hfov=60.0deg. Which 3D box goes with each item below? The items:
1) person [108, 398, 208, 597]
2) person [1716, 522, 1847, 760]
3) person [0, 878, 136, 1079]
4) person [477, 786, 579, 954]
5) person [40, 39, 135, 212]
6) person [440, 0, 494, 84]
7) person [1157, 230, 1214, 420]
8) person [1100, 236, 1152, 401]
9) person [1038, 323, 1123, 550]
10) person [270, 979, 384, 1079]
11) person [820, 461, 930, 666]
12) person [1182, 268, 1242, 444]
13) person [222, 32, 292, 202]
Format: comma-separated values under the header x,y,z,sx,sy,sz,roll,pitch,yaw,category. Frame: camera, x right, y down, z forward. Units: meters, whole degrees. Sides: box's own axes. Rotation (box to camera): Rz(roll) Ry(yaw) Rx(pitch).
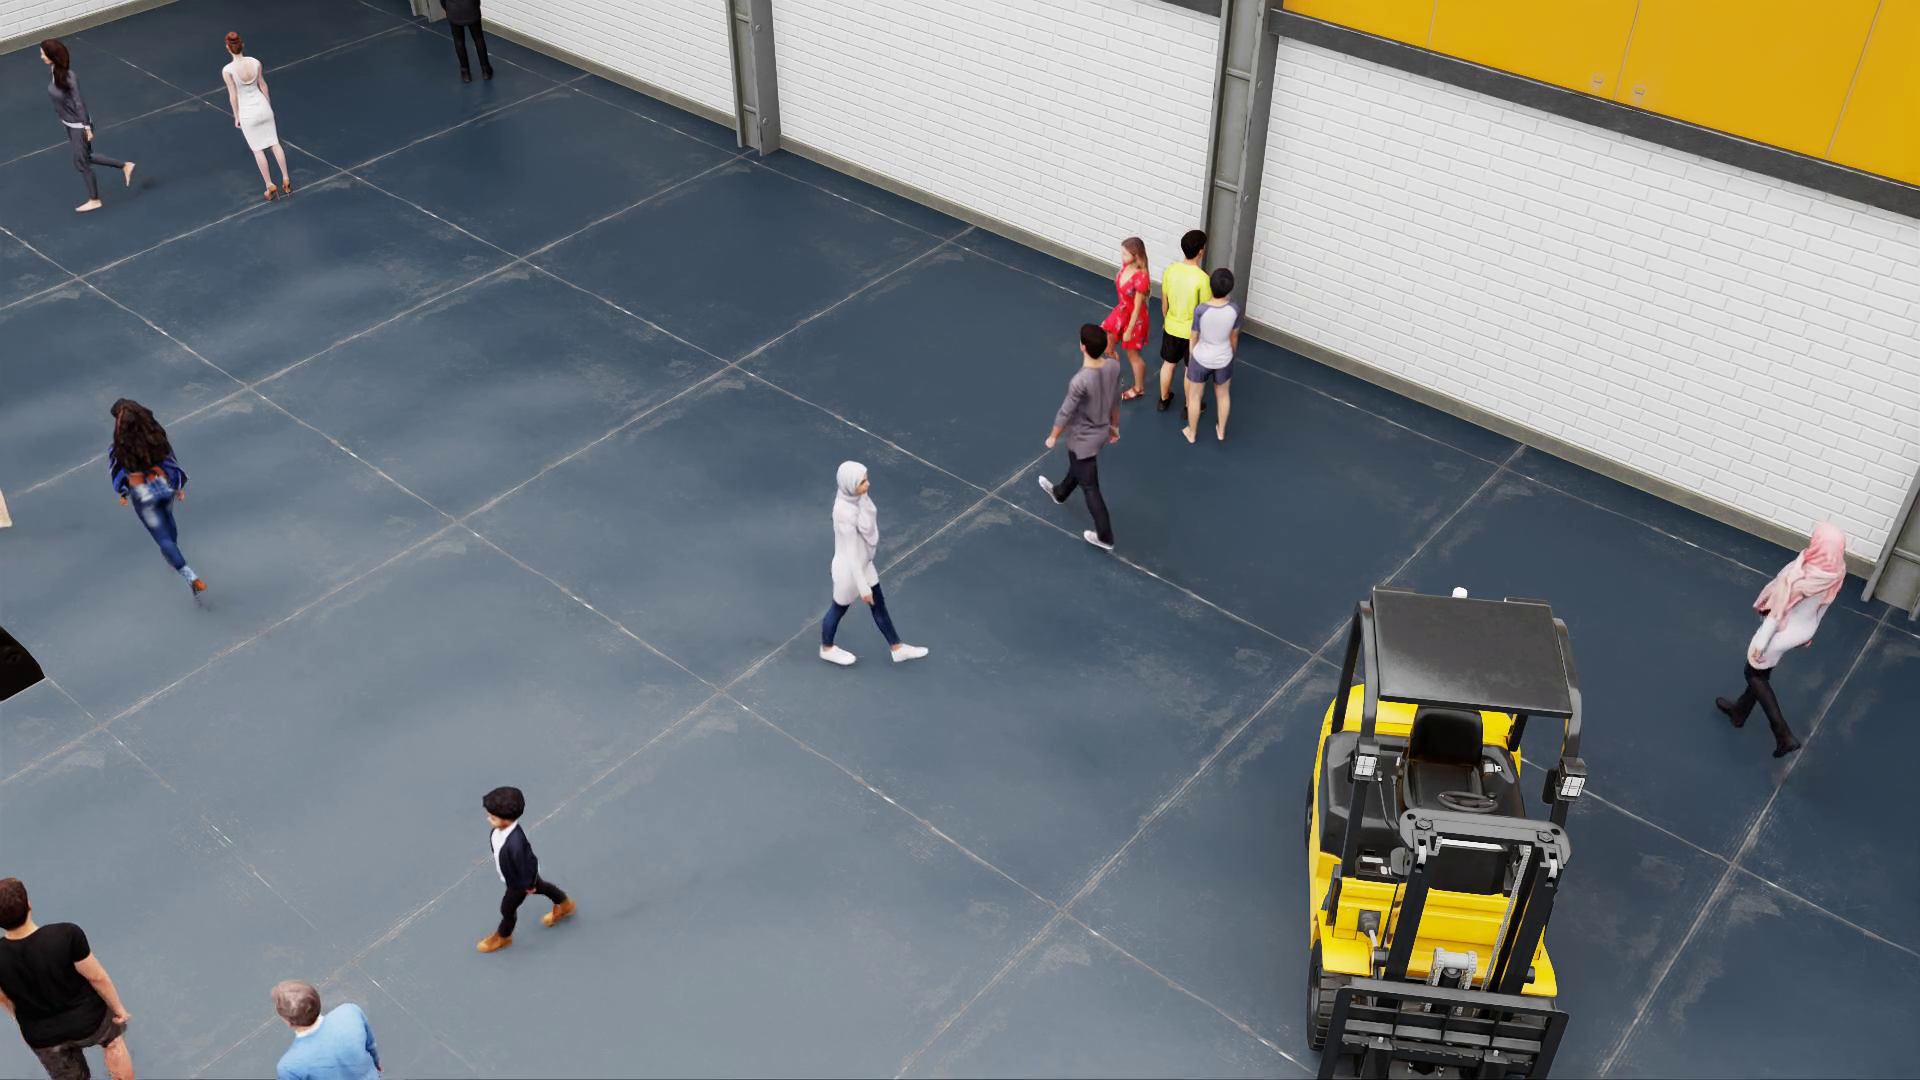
x,y,z,sx,sy,sz,roll,pitch,yaw,category
-5.817,-0.287,12.057,1.046,1.589,0.657,30,47,32,person
5.359,0.664,10.708,0.953,1.786,1.102,-11,40,-13,person
-4.510,2.490,8.377,0.764,1.842,0.767,-19,42,-22,person
-2.513,1.878,9.657,0.790,1.200,0.853,-16,41,-19,person
-8.868,-4.234,16.871,0.903,1.749,0.703,30,47,32,person
-5.785,-6.204,19.315,0.730,1.778,0.775,-7,39,-9,person
1.880,-1.793,13.846,0.501,1.709,0.697,23,44,26,person
1.531,-1.871,14.050,0.786,1.577,0.730,-11,40,-14,person
1.018,-0.727,12.432,1.121,1.808,0.698,30,47,32,person
-2.920,2.778,8.071,1.147,1.774,0.670,26,45,29,person
-0.818,0.186,11.341,1.115,1.744,0.919,8,39,10,person
2.065,-1.499,13.599,0.663,1.558,0.725,-3,39,-4,person
-7.182,-4.318,16.941,0.503,1.793,0.587,31,48,33,person
